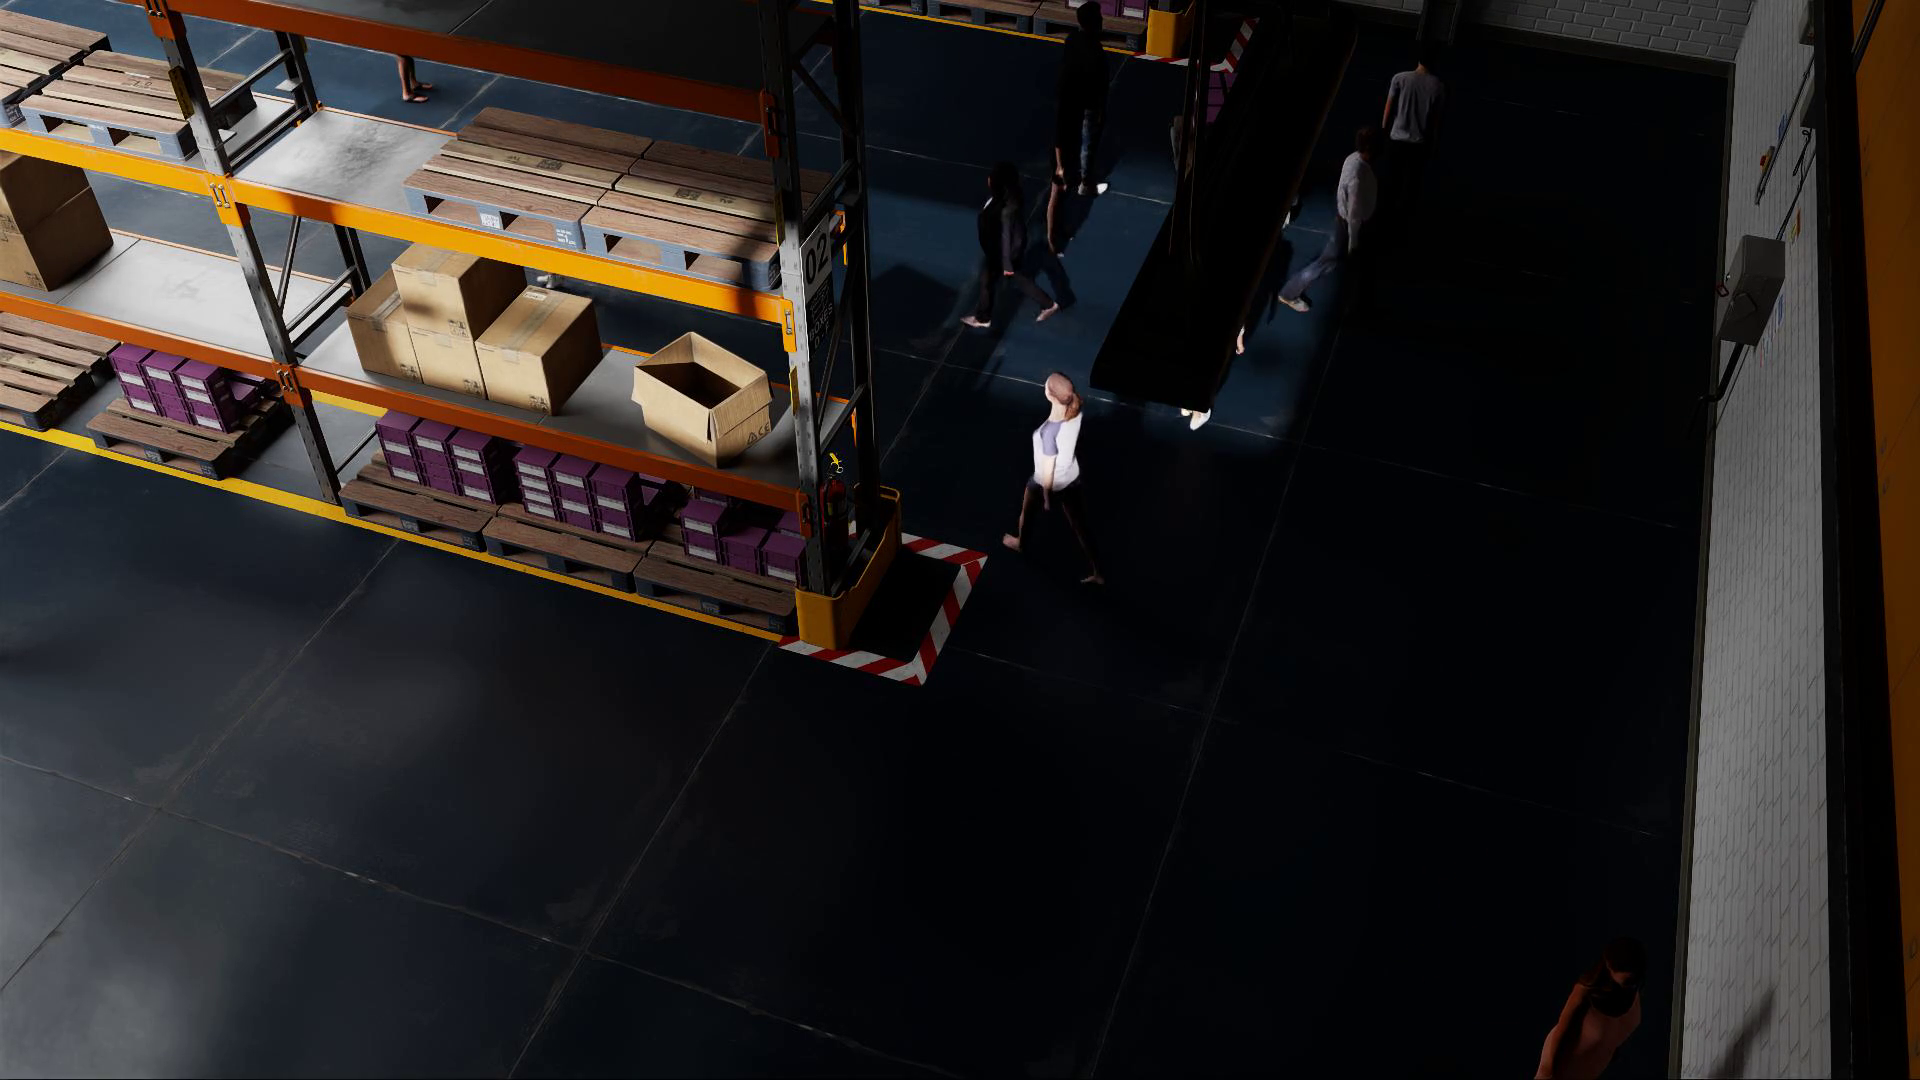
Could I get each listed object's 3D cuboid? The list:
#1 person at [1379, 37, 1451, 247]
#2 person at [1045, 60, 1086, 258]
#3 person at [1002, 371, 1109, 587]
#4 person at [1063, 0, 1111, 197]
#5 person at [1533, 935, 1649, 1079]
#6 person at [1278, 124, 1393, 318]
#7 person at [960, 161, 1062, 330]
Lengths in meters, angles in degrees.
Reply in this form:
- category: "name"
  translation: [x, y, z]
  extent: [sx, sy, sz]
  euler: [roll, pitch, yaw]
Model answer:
- category: "person"
  translation: [3.879, -3.394, 14.418]
  extent: [0.947, 1.834, 0.746]
  euler: [15, 46, 15]
- category: "person"
  translation: [0.906, -3.311, 14.353]
  extent: [0.488, 1.803, 0.605]
  euler: [16, 46, 16]
- category: "person"
  translation: [0.734, -0.374, 11.324]
  extent: [0.943, 1.729, 1.225]
  euler: [-33, 53, -30]
- category: "person"
  translation: [1.127, -4.005, 15.073]
  extent: [0.846, 1.815, 0.750]
  euler: [-25, 49, -24]
- category: "person"
  translation: [3.059, 2.507, 8.224]
  extent: [0.636, 1.834, 0.713]
  euler: [-14, 45, -14]
- category: "person"
  translation: [3.093, -2.565, 13.587]
  extent: [1.205, 1.779, 0.726]
  euler: [10, 44, 10]
- category: "person"
  translation: [0.452, -2.366, 13.520]
  extent: [1.086, 1.584, 0.721]
  euler: [9, 44, 9]
